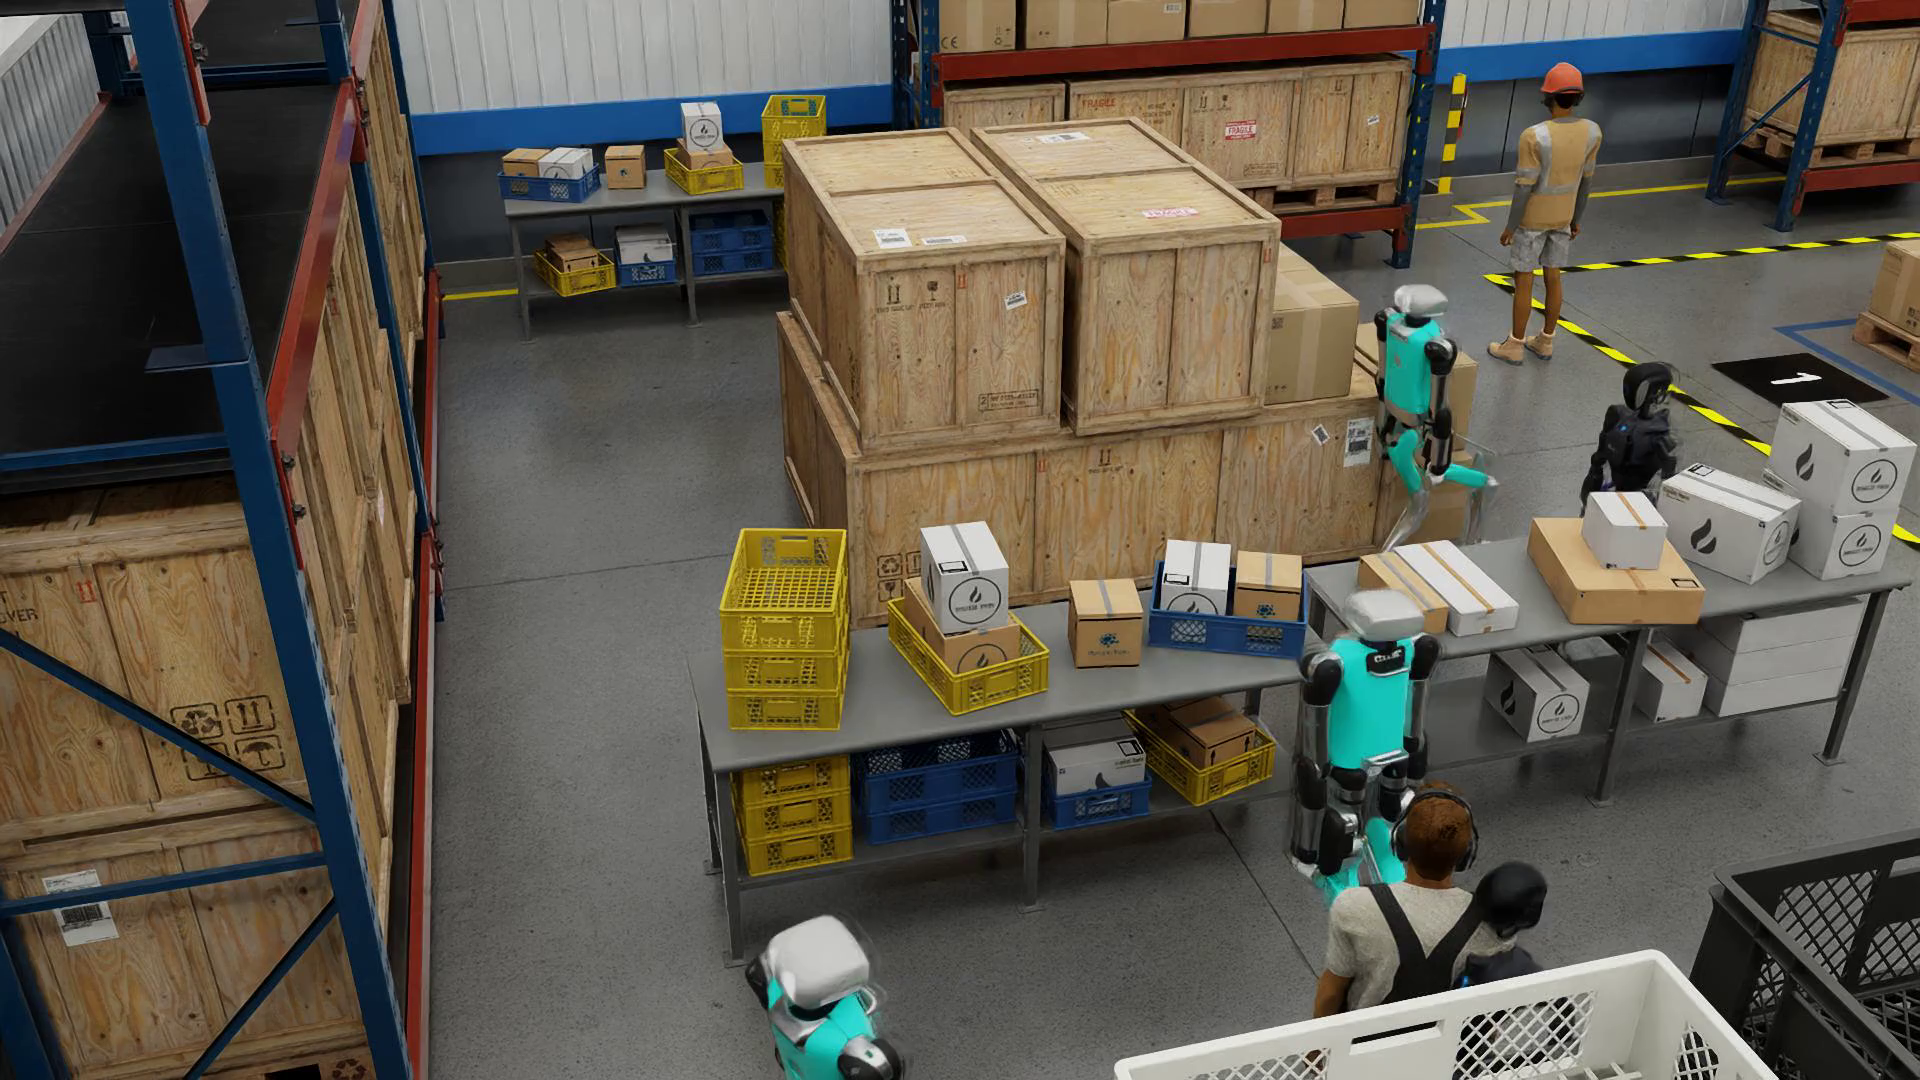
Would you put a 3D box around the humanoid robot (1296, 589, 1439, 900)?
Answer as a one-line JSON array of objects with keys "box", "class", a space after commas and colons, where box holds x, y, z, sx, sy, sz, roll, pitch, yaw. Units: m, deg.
[{"box": [1.467, 1.107, 5.602, 0.624, 1.792, 0.847, -15, 32, -25], "class": "humanoid robot"}]

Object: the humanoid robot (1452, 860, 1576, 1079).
[{"box": [1.429, 1.585, 4.779, 0.609, 1.652, 0.313, 25, 37, 38], "class": "humanoid robot"}]

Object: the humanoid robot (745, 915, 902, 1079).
[{"box": [-0.136, 1.663, 4.599, 0.860, 1.769, 0.532, -22, 36, -35], "class": "humanoid robot"}]

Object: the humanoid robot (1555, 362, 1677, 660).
[{"box": [3.053, -0.040, 7.756, 0.672, 1.636, 0.588, -8, 30, -15], "class": "humanoid robot"}]

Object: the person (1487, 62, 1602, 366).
[{"box": [3.936, -2.187, 11.251, 0.613, 2.039, 0.387, -10, 30, -17], "class": "person"}]

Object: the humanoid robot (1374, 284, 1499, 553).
[{"box": [2.552, -0.526, 8.607, 1.021, 1.753, 0.560, -12, 31, -21], "class": "humanoid robot"}]

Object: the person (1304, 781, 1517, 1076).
[{"box": [1.264, 1.485, 4.800, 0.509, 1.838, 0.336, 2, 29, 4], "class": "person"}]
